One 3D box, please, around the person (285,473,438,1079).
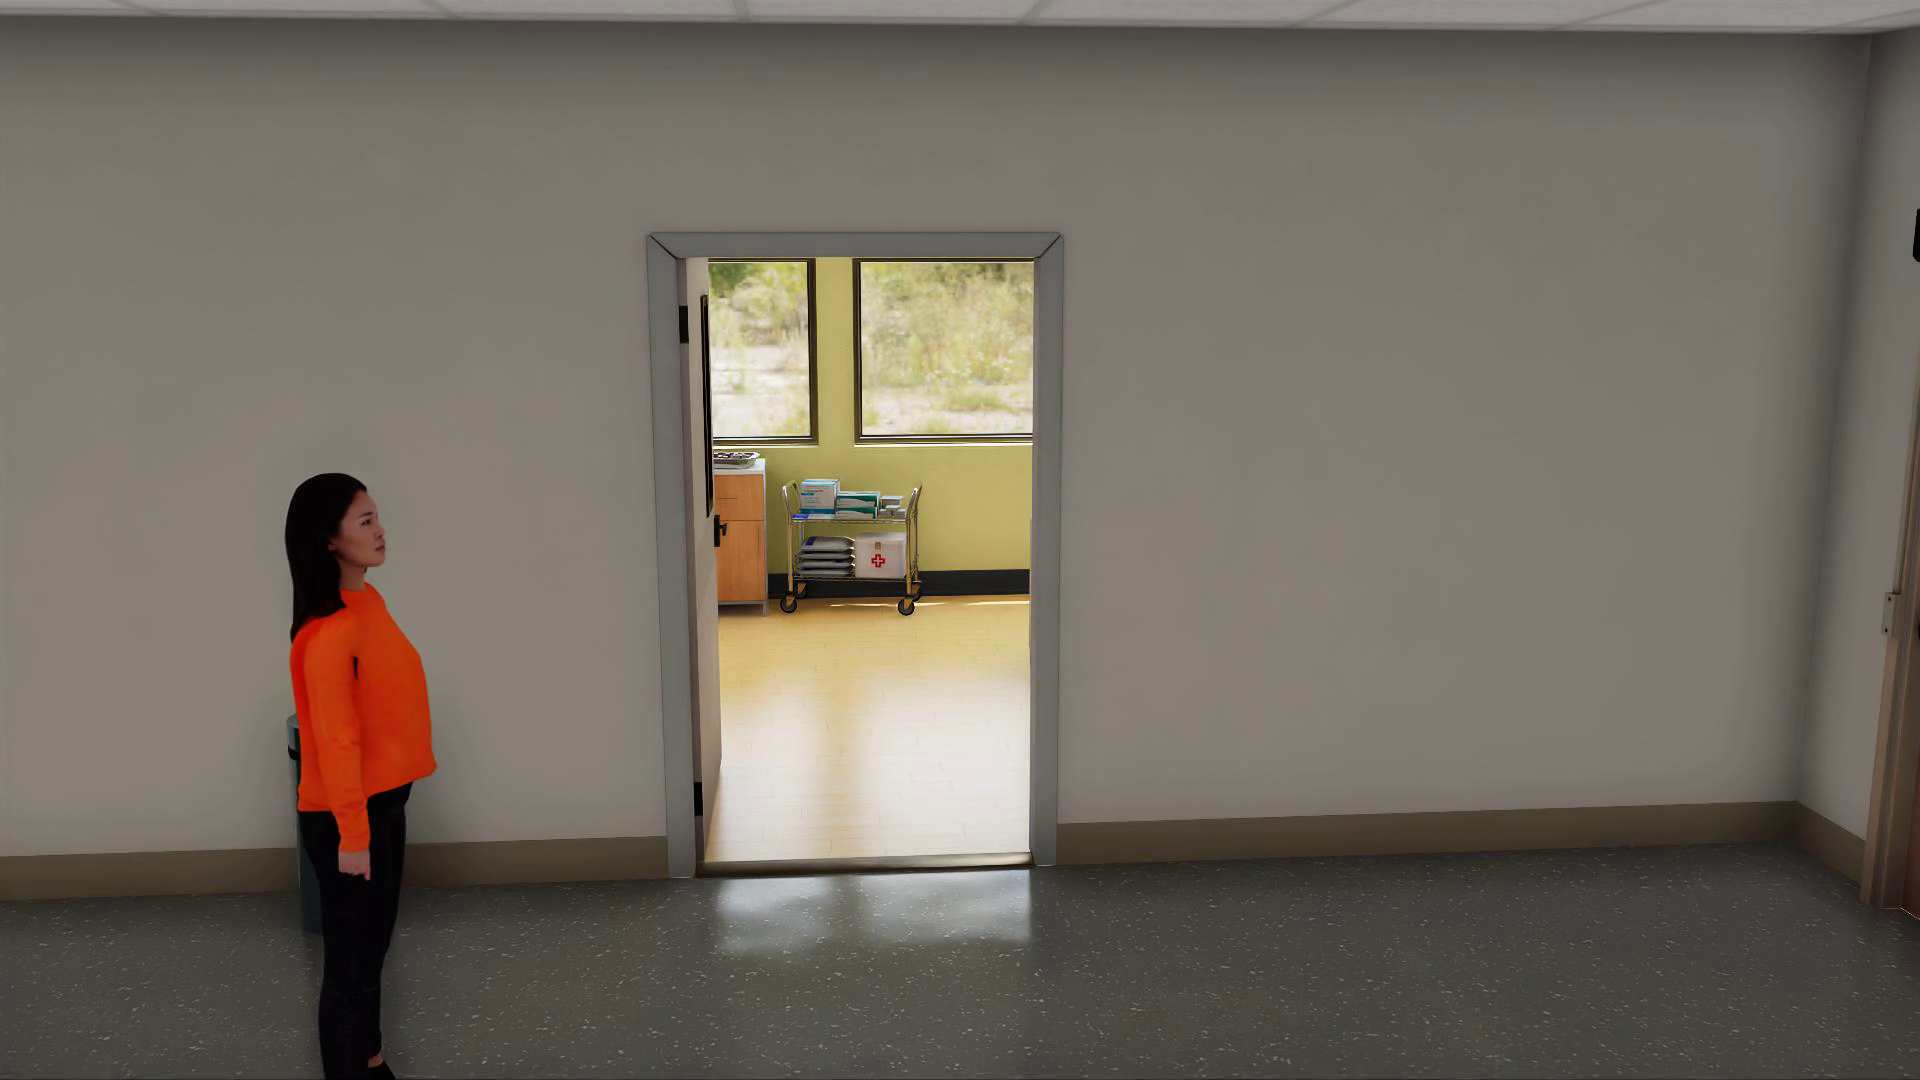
[{"bbox_3d":[-1.509,0.694,4.149,0.556,1.748,0.623,-2,11,-9],"label":"person"}]
